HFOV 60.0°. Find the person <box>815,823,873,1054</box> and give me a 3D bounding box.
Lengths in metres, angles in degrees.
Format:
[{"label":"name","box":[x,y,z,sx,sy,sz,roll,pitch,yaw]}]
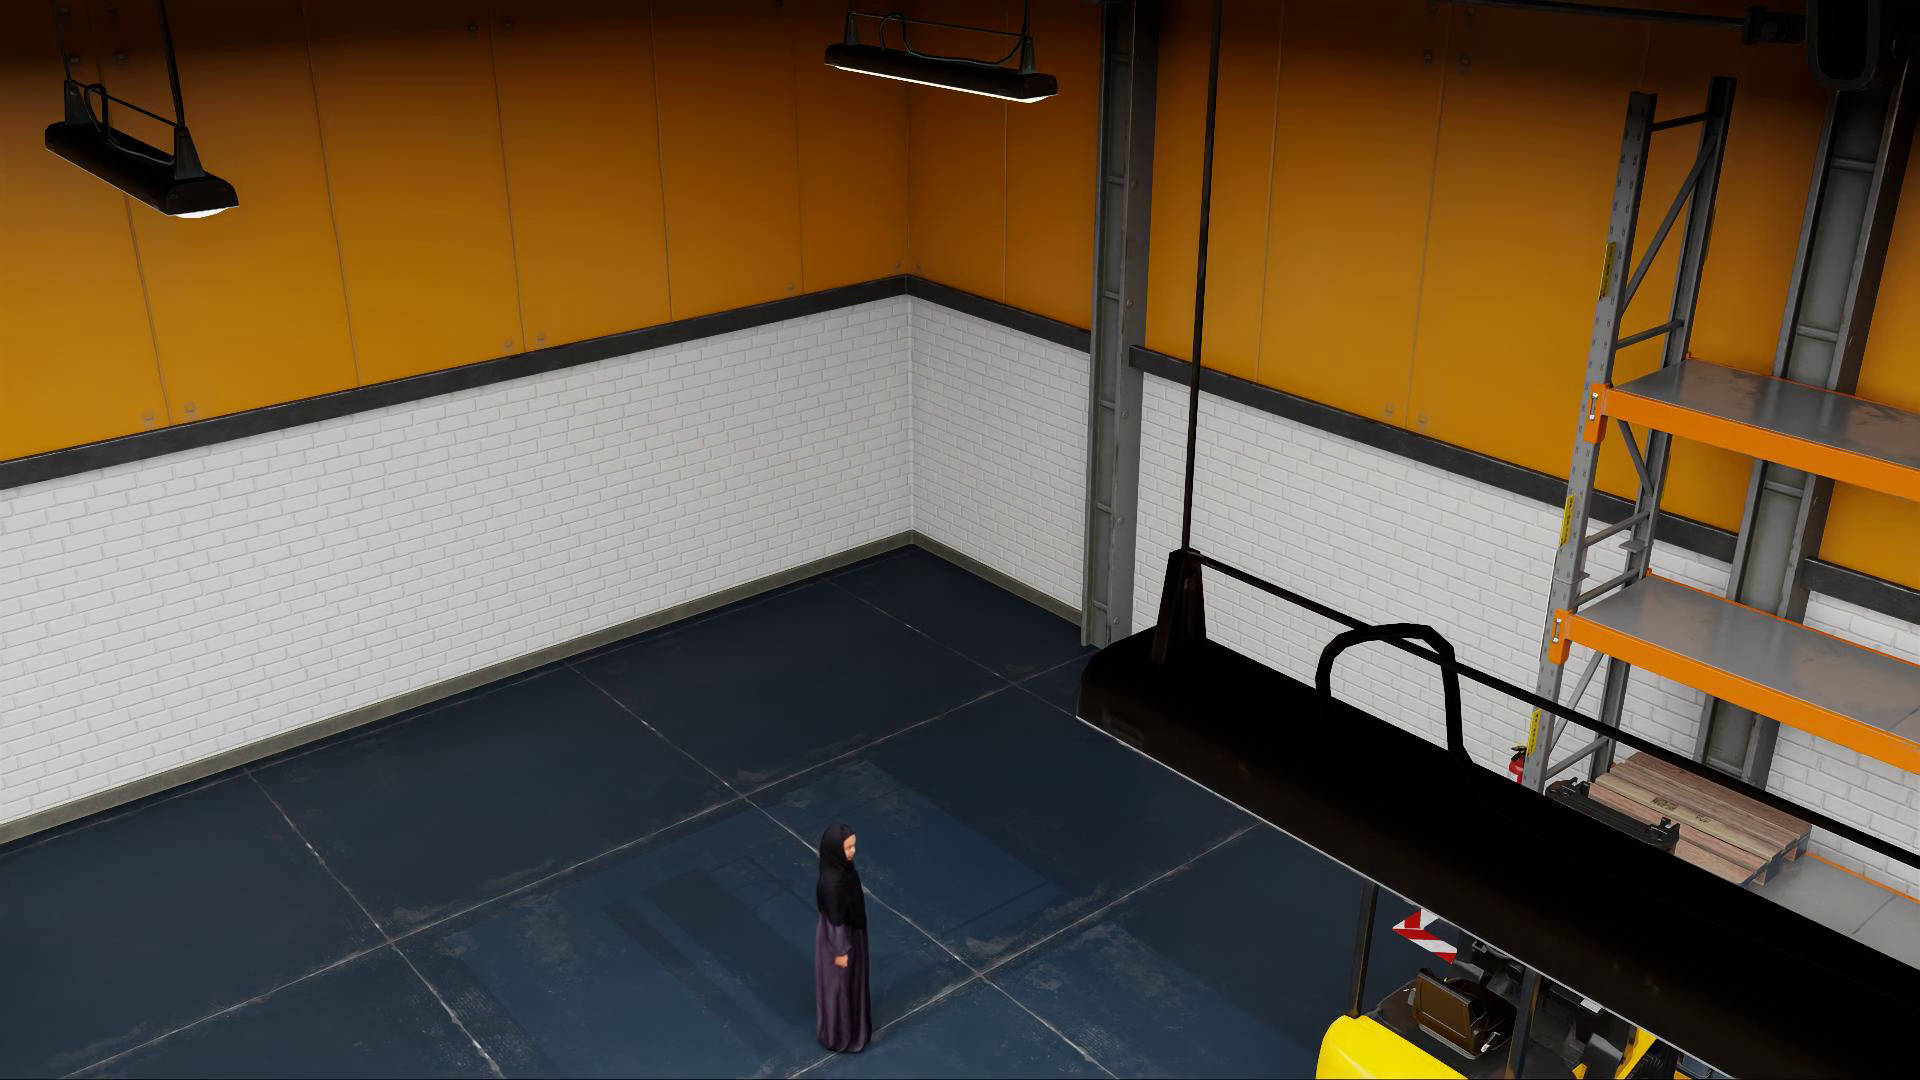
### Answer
[{"label":"person","box":[-0.775,2.535,10.725,0.772,1.614,0.713,2,24,5]}]
